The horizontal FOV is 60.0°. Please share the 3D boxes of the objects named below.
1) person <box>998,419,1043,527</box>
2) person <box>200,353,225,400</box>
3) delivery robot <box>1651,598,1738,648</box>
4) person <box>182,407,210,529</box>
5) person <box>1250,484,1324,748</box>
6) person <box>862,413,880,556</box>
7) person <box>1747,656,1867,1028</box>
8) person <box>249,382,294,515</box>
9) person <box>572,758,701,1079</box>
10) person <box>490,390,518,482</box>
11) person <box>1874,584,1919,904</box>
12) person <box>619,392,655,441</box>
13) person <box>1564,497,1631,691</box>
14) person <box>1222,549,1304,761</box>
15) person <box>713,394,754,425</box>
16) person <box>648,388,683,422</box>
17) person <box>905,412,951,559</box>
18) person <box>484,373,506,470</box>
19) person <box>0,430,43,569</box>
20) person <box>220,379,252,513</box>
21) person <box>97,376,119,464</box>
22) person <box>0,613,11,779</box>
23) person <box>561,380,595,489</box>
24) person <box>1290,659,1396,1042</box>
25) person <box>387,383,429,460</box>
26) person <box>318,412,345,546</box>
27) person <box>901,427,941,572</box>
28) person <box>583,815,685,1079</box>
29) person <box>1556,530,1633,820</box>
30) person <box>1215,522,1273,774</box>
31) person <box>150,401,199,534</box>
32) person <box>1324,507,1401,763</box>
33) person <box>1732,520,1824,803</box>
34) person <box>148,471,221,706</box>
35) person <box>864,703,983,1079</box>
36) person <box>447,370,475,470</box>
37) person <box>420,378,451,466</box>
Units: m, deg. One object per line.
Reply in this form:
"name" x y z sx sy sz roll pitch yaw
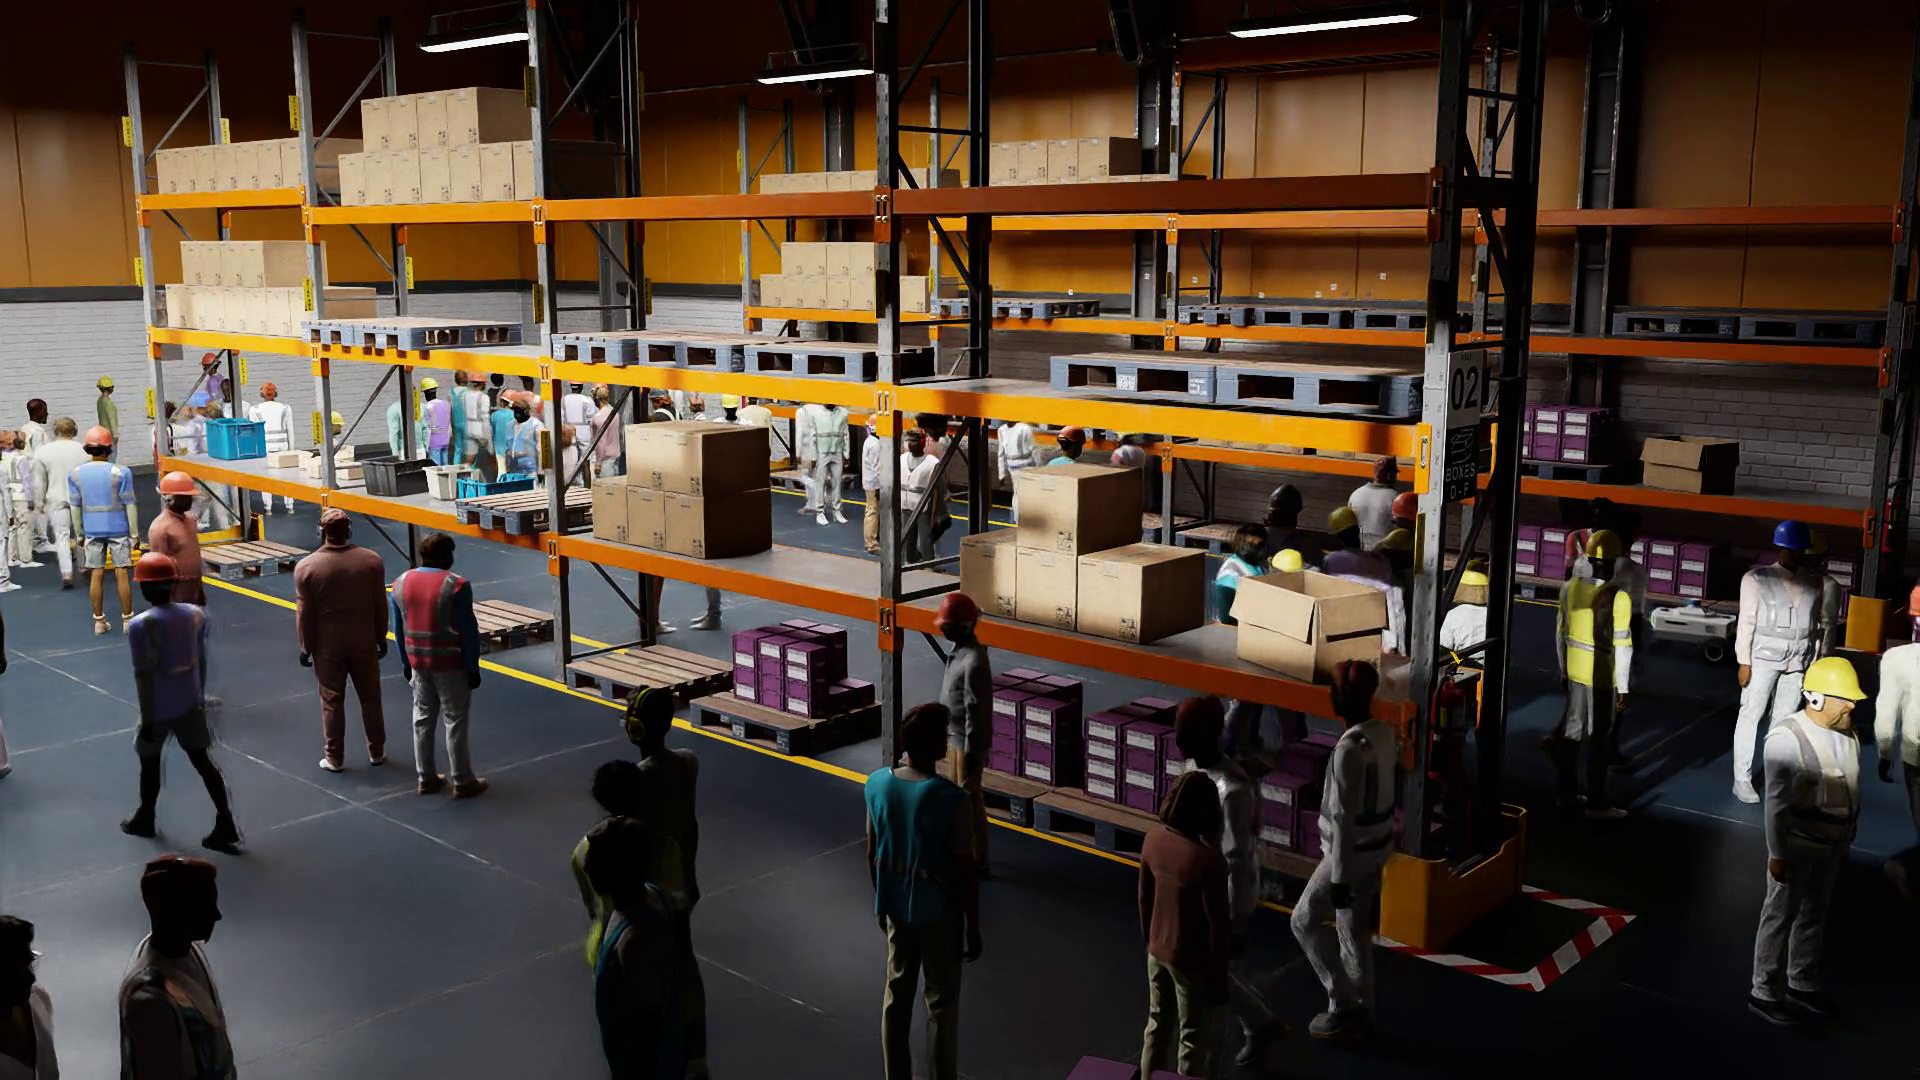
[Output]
"person" 0.737 -0.829 20.964 0.741 1.831 0.608 -8 13 -37
"person" -12.175 -2.035 27.186 0.377 2.045 0.605 -2 10 -12
"delivery robot" 6.725 0.775 15.243 0.707 0.478 0.477 7 12 34
"person" -10.241 -0.967 22.291 0.309 1.641 0.515 -5 11 -24
"person" 2.402 0.580 12.412 0.684 2.000 0.536 6 12 32
"person" -1.024 -0.684 20.388 0.339 1.746 0.562 -1 10 -8
"person" 4.141 1.454 8.094 0.595 1.827 0.403 -5 11 -27
"person" -9.685 -1.284 23.436 0.575 1.877 0.343 -5 11 -26
"person" -1.342 1.739 6.872 0.555 1.687 0.330 5 11 25
"person" -6.437 -1.282 23.801 0.576 1.737 0.354 5 11 28
"person" 5.416 1.198 9.207 0.633 1.933 0.966 2 10 12
"person" -4.988 -1.697 25.782 0.876 1.872 0.651 7 12 34
"person" 5.374 0.465 14.065 0.530 1.689 0.321 4 11 23
"person" 2.163 0.904 11.537 0.548 1.695 0.943 -6 12 -31
"person" -2.923 -0.945 21.385 0.584 1.921 0.394 -2 10 -12
"person" -3.873 -1.034 21.538 0.535 2.000 0.681 4 11 20
"person" -0.384 -0.622 19.730 0.572 1.847 0.754 1 10 4
"person" -7.767 -2.000 27.971 0.537 1.696 0.321 7 12 33
"person" -11.056 -0.471 19.525 0.528 1.627 0.314 7 12 35
"person" -10.300 -1.325 23.528 0.587 1.920 0.391 -5 11 -28
"person" -13.209 -1.659 25.842 0.530 1.772 0.300 10 14 44
"person" -7.012 0.810 11.660 0.564 1.846 0.393 -6 12 -31
"person" -5.620 -1.508 24.508 0.551 1.934 0.373 1 10 3
"person" 1.811 1.472 7.846 0.445 1.864 0.610 7 12 33
"person" -7.622 -1.244 23.047 0.366 1.932 0.632 6 12 32
"person" -7.807 -0.735 20.732 0.338 1.732 0.488 -8 13 -37
"person" -0.450 -0.295 17.918 0.566 1.843 0.389 7 12 34
"person" -1.124 1.846 5.806 0.326 1.843 0.516 -2 10 -9
"person" 4.198 0.885 10.997 0.353 1.930 0.590 -5 11 -26
"person" 2.058 0.765 11.968 0.449 1.828 0.644 7 12 34
"person" -9.850 -0.829 20.959 0.559 1.831 0.756 0 10 3
"person" 2.917 0.710 12.172 0.726 1.868 0.391 8 13 37
"person" 5.567 0.819 11.316 0.602 1.949 0.389 -1 10 -8
"person" -6.274 0.429 13.426 0.407 1.987 0.615 0 10 1
"person" -0.161 1.608 7.151 0.567 1.846 0.389 7 12 34
"person" -7.828 -1.774 26.272 0.508 1.847 0.345 3 10 16
"person" -7.475 -1.347 23.660 0.382 1.917 0.585 3 11 19
